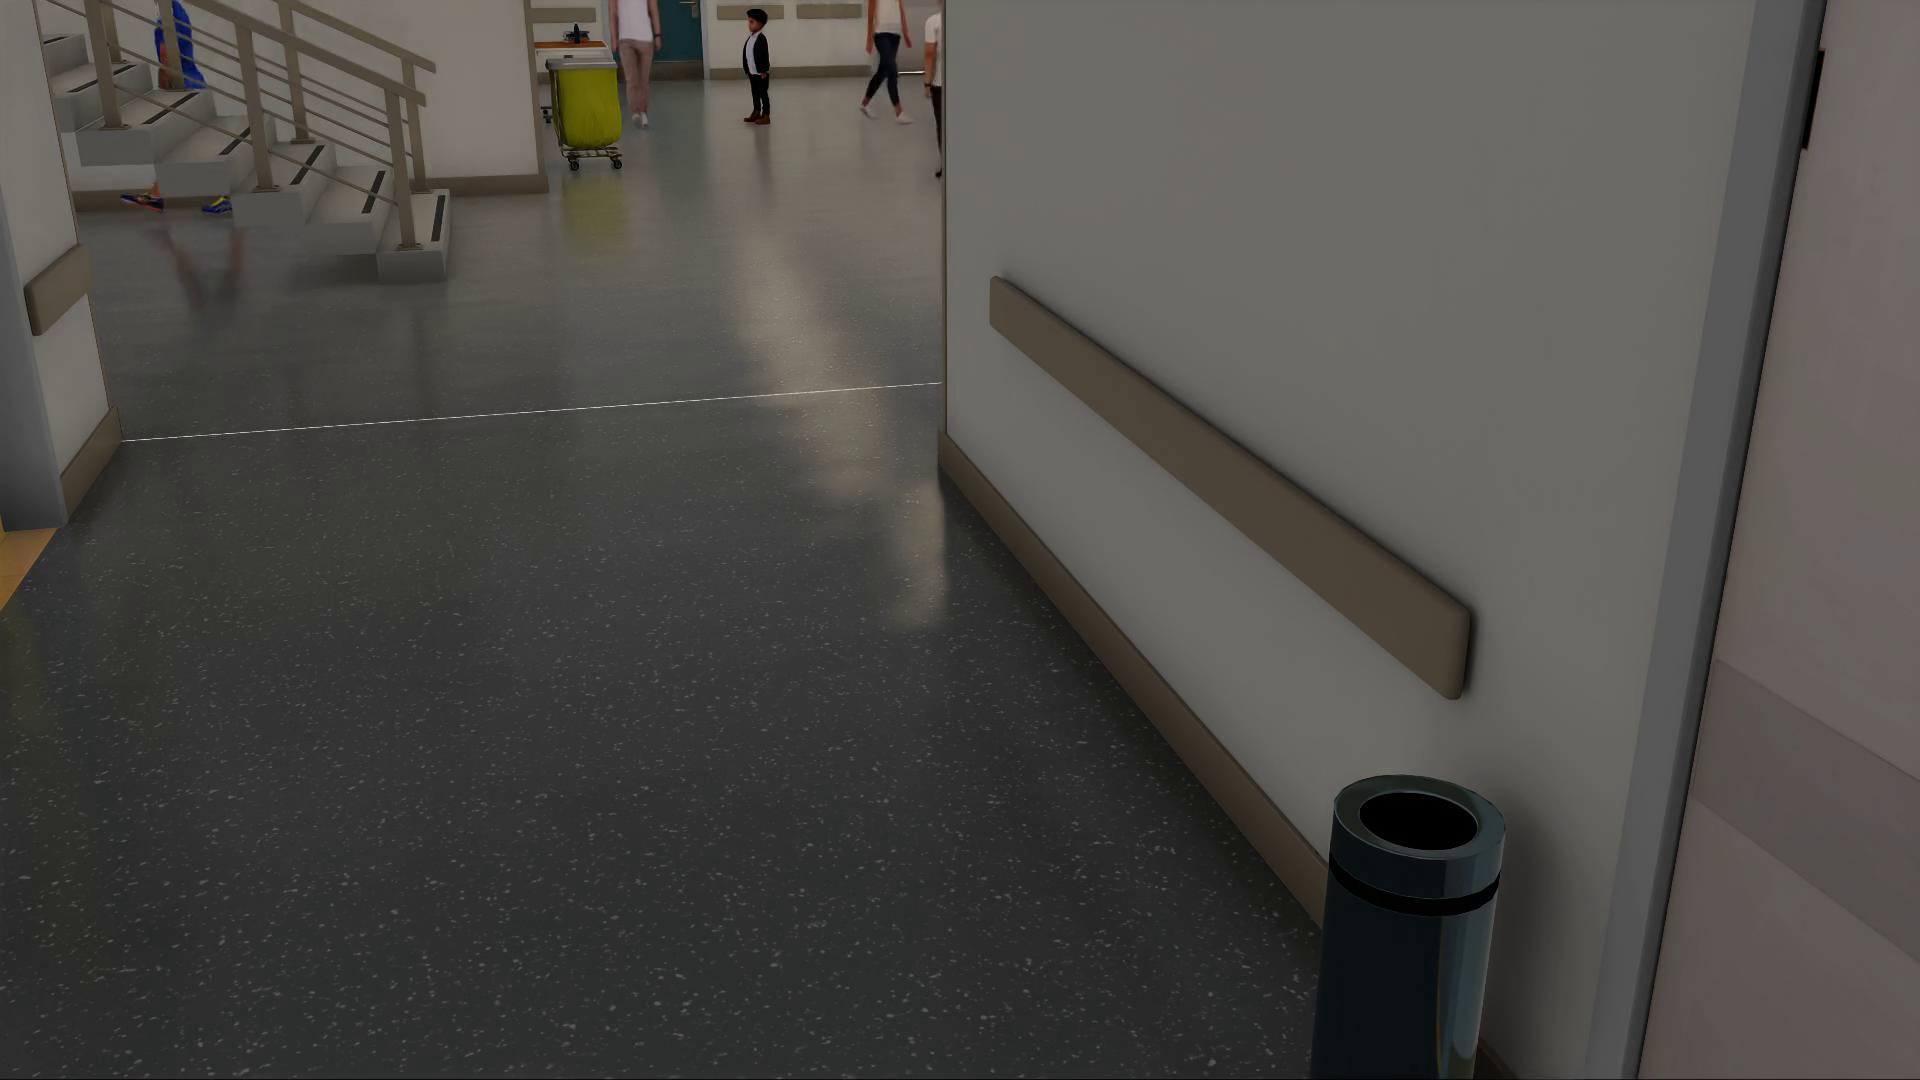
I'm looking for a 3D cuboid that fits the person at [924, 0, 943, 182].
[{"bbox_3d":[-0.037,-3.896,14.118,0.781,1.708,0.763,-9,22,-22],"label":"person"}]

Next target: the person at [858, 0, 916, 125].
[{"bbox_3d":[-0.876,-5.447,18.171,1.097,1.770,1.153,16,26,37],"label":"person"}]

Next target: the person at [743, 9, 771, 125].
[{"bbox_3d":[-2.229,-5.233,18.373,0.597,1.226,0.575,-17,27,-38],"label":"person"}]

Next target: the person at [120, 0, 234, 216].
[{"bbox_3d":[-5.774,-3.373,12.604,1.125,1.833,0.749,-10,23,-24],"label":"person"}]

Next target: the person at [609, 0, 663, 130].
[{"bbox_3d":[-3.435,-5.286,17.662,1.154,1.829,0.753,-5,21,-12],"label":"person"}]
